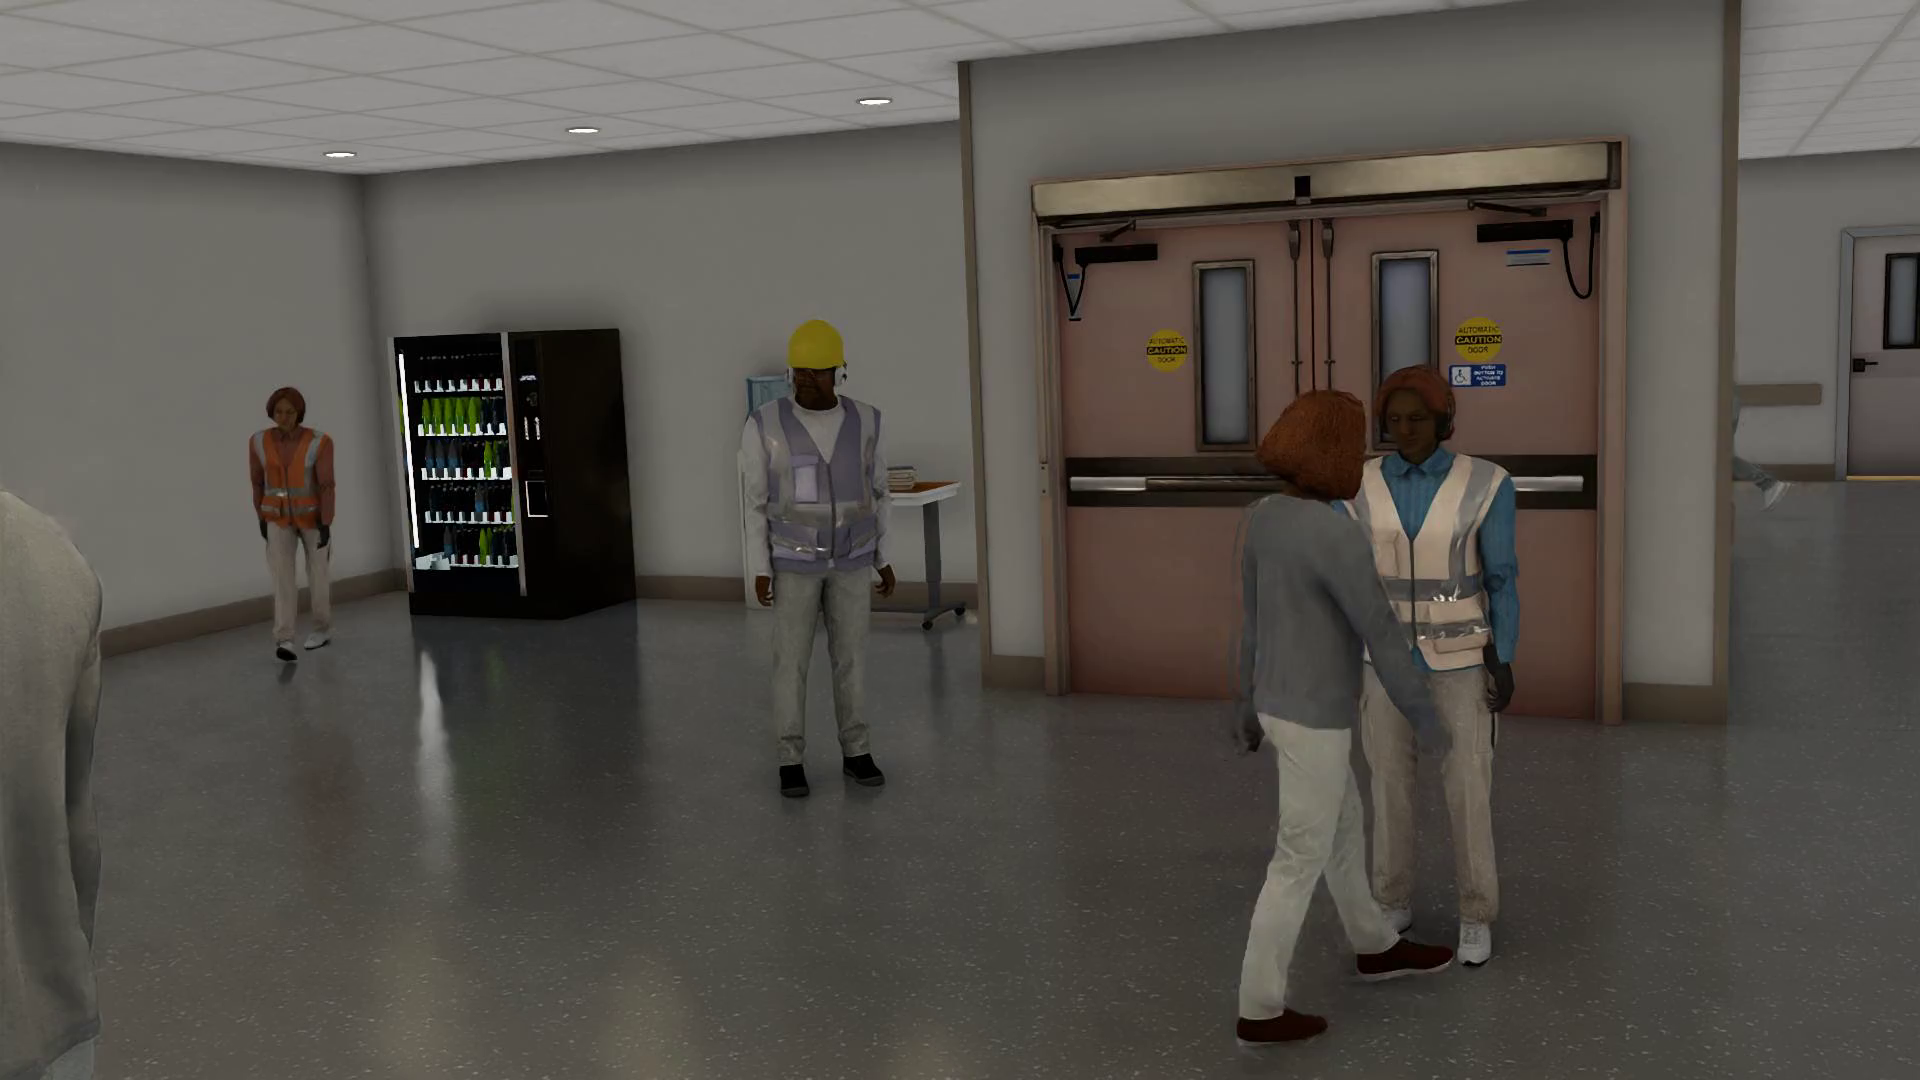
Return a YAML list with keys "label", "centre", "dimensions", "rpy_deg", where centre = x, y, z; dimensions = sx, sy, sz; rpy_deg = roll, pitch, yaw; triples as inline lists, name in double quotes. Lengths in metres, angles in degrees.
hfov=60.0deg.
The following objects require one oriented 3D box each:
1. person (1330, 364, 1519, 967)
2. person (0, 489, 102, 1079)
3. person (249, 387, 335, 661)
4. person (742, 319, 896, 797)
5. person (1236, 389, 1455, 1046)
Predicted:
- label: "person"
  centre: [1.271, 0.334, 4.581]
  dimensions: [0.522, 1.631, 0.321]
  rpy_deg: [2, 8, 27]
- label: "person"
  centre: [-1.185, 0.631, 1.881]
  dimensions: [0.372, 1.940, 0.630]
  rpy_deg: [-2, 7, 3]
- label: "person"
  centre: [-3.859, -0.096, 9.654]
  dimensions: [0.511, 1.569, 0.873]
  rpy_deg: [-3, 7, -6]
- label: "person"
  centre: [-0.529, 0.066, 6.448]
  dimensions: [0.591, 1.828, 0.404]
  rpy_deg: [-5, 8, -19]
- label: "person"
  centre: [0.956, 0.435, 4.082]
  dimensions: [0.581, 1.605, 0.535]
  rpy_deg: [-4, 7, -9]
